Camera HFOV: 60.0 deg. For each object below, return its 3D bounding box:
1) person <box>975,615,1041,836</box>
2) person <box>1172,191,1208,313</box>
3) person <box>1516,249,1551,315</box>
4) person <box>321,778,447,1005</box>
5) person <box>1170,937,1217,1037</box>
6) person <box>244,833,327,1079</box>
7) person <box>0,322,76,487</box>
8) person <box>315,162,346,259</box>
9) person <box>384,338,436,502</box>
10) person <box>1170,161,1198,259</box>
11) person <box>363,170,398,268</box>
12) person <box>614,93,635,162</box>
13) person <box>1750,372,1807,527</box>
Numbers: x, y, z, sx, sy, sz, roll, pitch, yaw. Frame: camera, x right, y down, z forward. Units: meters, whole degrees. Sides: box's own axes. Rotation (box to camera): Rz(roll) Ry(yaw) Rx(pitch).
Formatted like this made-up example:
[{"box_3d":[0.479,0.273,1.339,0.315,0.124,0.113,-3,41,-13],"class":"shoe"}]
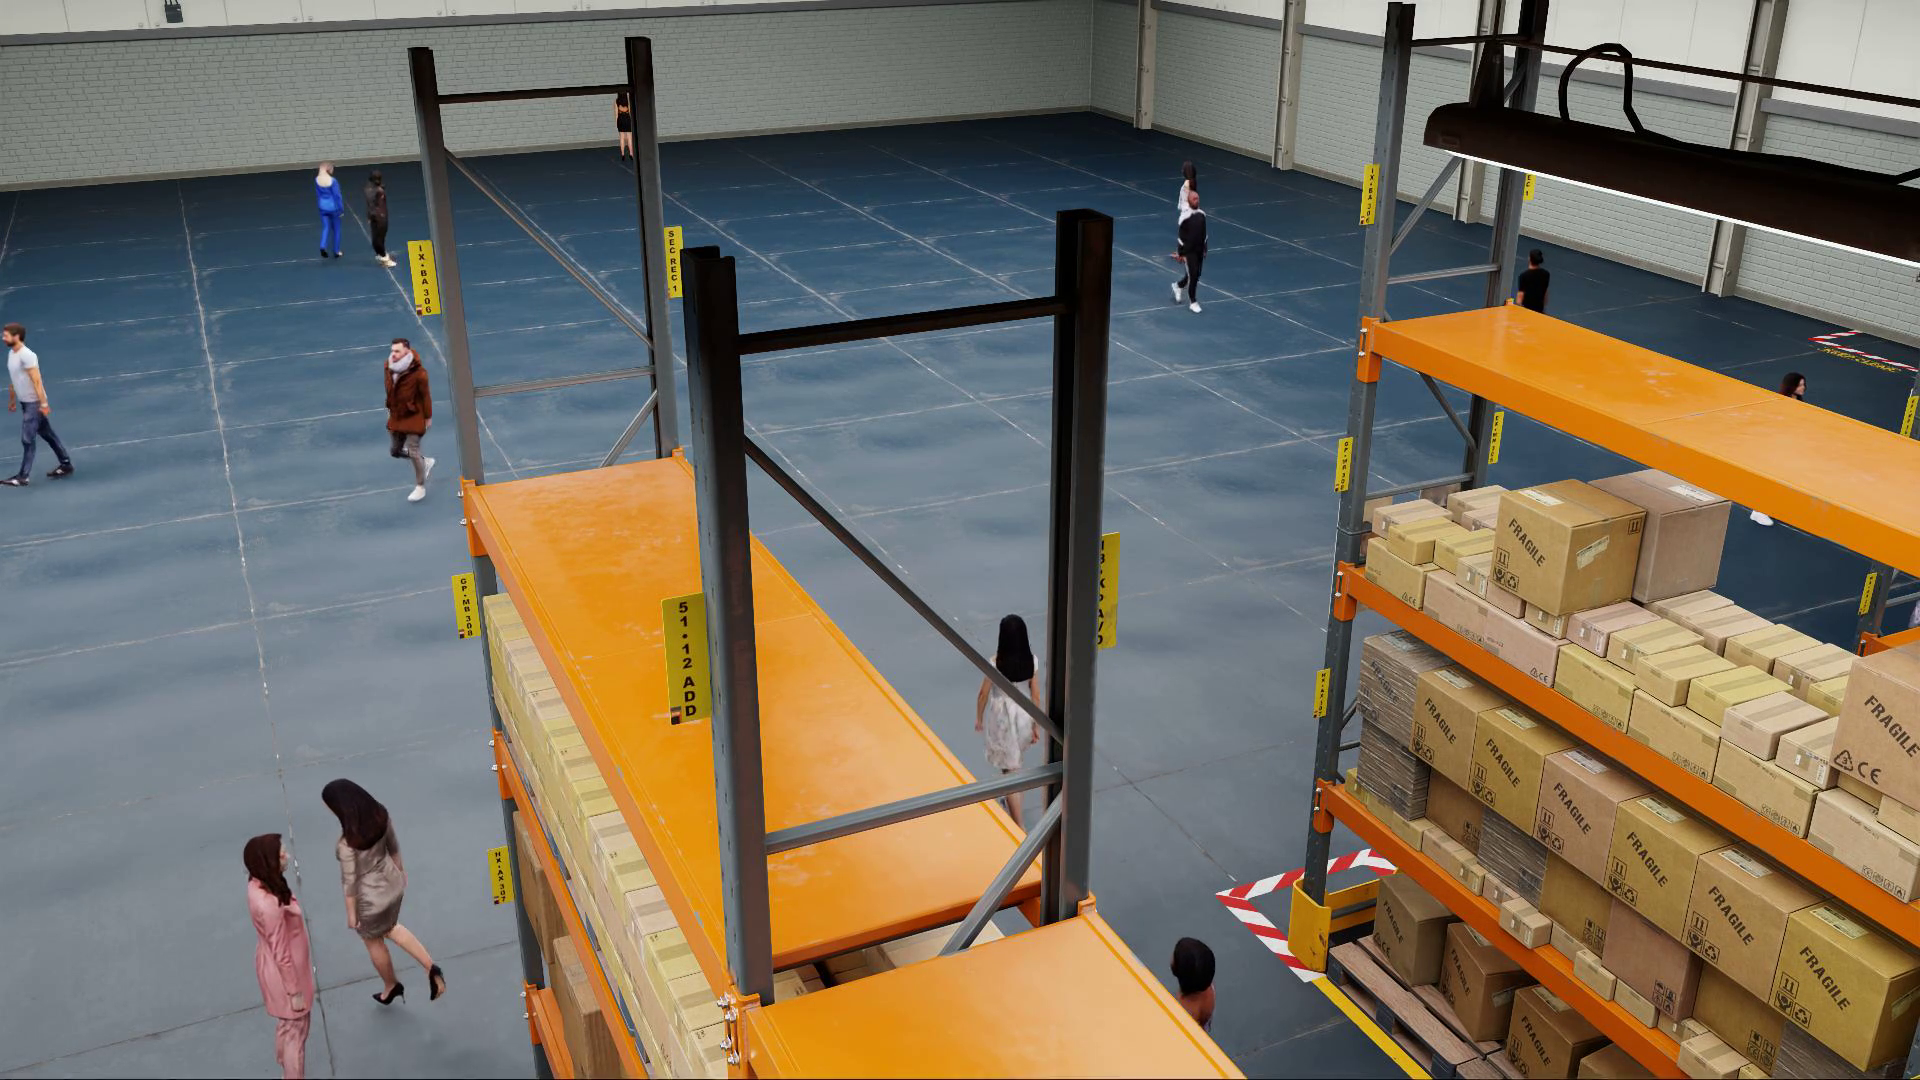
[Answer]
[{"box_3d":[0.393,1.405,11.869,0.677,1.748,0.922,-8,24,-18],"class":"person"},{"box_3d":[3.532,-4.461,25.599,0.760,1.799,1.098,-13,26,-28],"class":"person"},{"box_3d":[7.650,-2.994,22.230,0.734,1.734,1.114,-7,24,-16],"class":"person"},{"box_3d":[-3.464,2.191,10.071,0.972,1.709,0.913,9,25,21],"class":"person"},{"box_3d":[1.210,2.838,8.589,0.698,1.677,0.838,-17,28,-35],"class":"person"},{"box_3d":[-3.808,2.443,9.361,0.689,1.801,0.467,-12,26,-27],"class":"person"},{"box_3d":[-10.338,-1.554,18.714,1.082,1.836,0.947,20,30,39],"class":"person"},{"box_3d":[-10.791,-5.598,28.436,0.871,1.671,0.941,3,23,6],"class":"person"},{"box_3d":[-6.016,-1.360,18.277,0.966,1.823,1.018,10,25,21],"class":"person"},{"box_3d":[3.933,-5.704,28.708,0.736,1.653,0.676,-15,27,-32],"class":"person"},{"box_3d":[-9.863,-5.443,28.087,0.889,1.660,0.758,-2,23,-4],"class":"person"},{"box_3d":[-7.511,-9.330,37.239,0.619,1.650,0.590,-2,23,-4],"class":"person"},{"box_3d":[8.703,-0.992,17.651,0.692,1.634,0.647,-19,29,-37],"class":"person"}]
